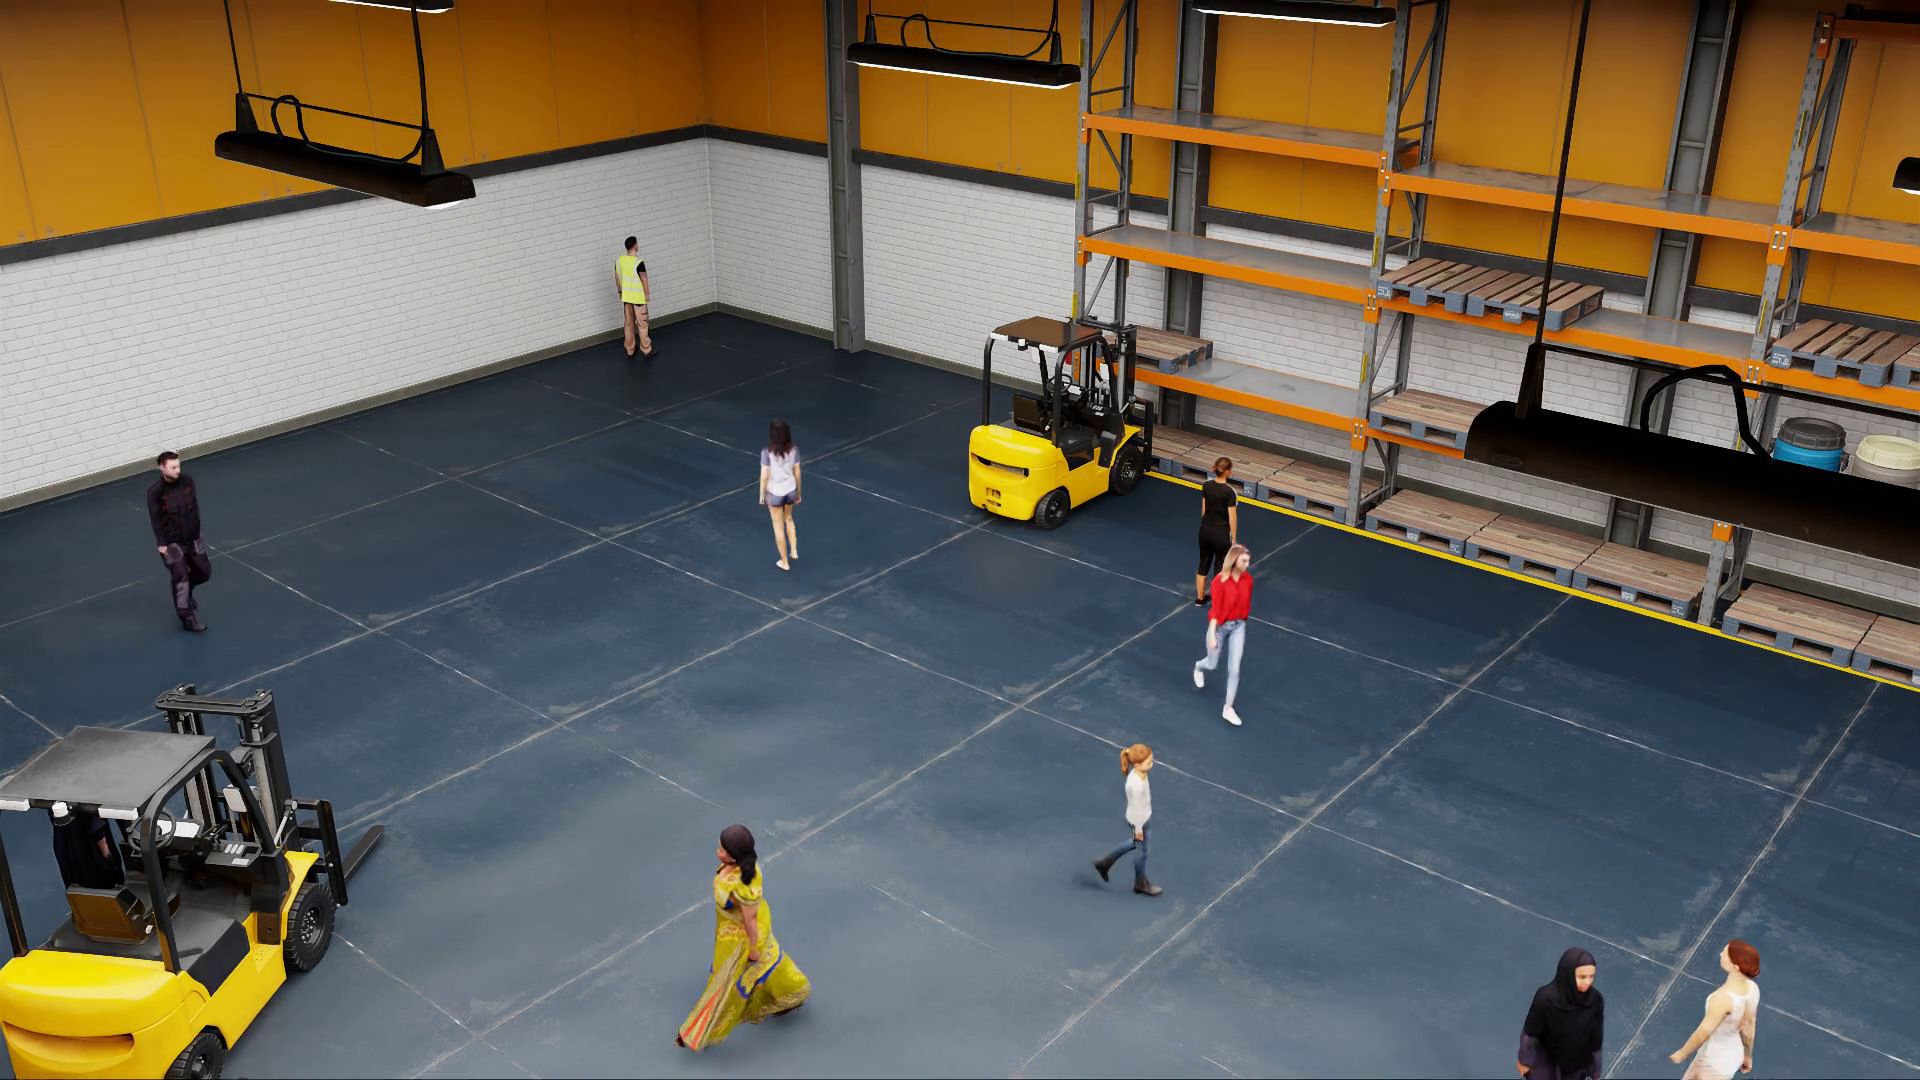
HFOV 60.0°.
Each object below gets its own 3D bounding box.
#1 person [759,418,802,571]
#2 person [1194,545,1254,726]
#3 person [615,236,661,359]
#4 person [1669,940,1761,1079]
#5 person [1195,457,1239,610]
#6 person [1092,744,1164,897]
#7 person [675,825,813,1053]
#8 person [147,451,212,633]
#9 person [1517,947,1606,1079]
[{"bbox_3d":[-1.889,-0.467,17.905,0.653,1.723,0.653,-15,28,-31],"label":"person"},{"bbox_3d":[2.369,0.798,15.061,0.938,1.683,1.117,-9,25,-19],"label":"person"},{"bbox_3d":[-4.905,-3.678,25.099,0.745,1.845,0.852,10,25,21],"label":"person"},{"bbox_3d":[4.561,3.131,9.817,0.648,1.609,1.065,-19,30,-37],"label":"person"},{"bbox_3d":[2.622,-0.067,17.058,0.655,1.668,0.472,-22,32,-40],"label":"person"},{"bbox_3d":[1.285,2.104,12.544,0.839,1.306,0.714,3,24,7],"label":"person"},{"bbox_3d":[-1.355,2.598,11.040,1.262,1.606,1.277,-6,24,-13],"label":"person"},{"bbox_3d":[-7.868,-0.013,16.658,0.935,1.890,0.763,15,28,31],"label":"person"},{"bbox_3d":[3.552,3.063,9.972,0.877,1.608,0.956,-4,24,-9],"label":"person"}]
